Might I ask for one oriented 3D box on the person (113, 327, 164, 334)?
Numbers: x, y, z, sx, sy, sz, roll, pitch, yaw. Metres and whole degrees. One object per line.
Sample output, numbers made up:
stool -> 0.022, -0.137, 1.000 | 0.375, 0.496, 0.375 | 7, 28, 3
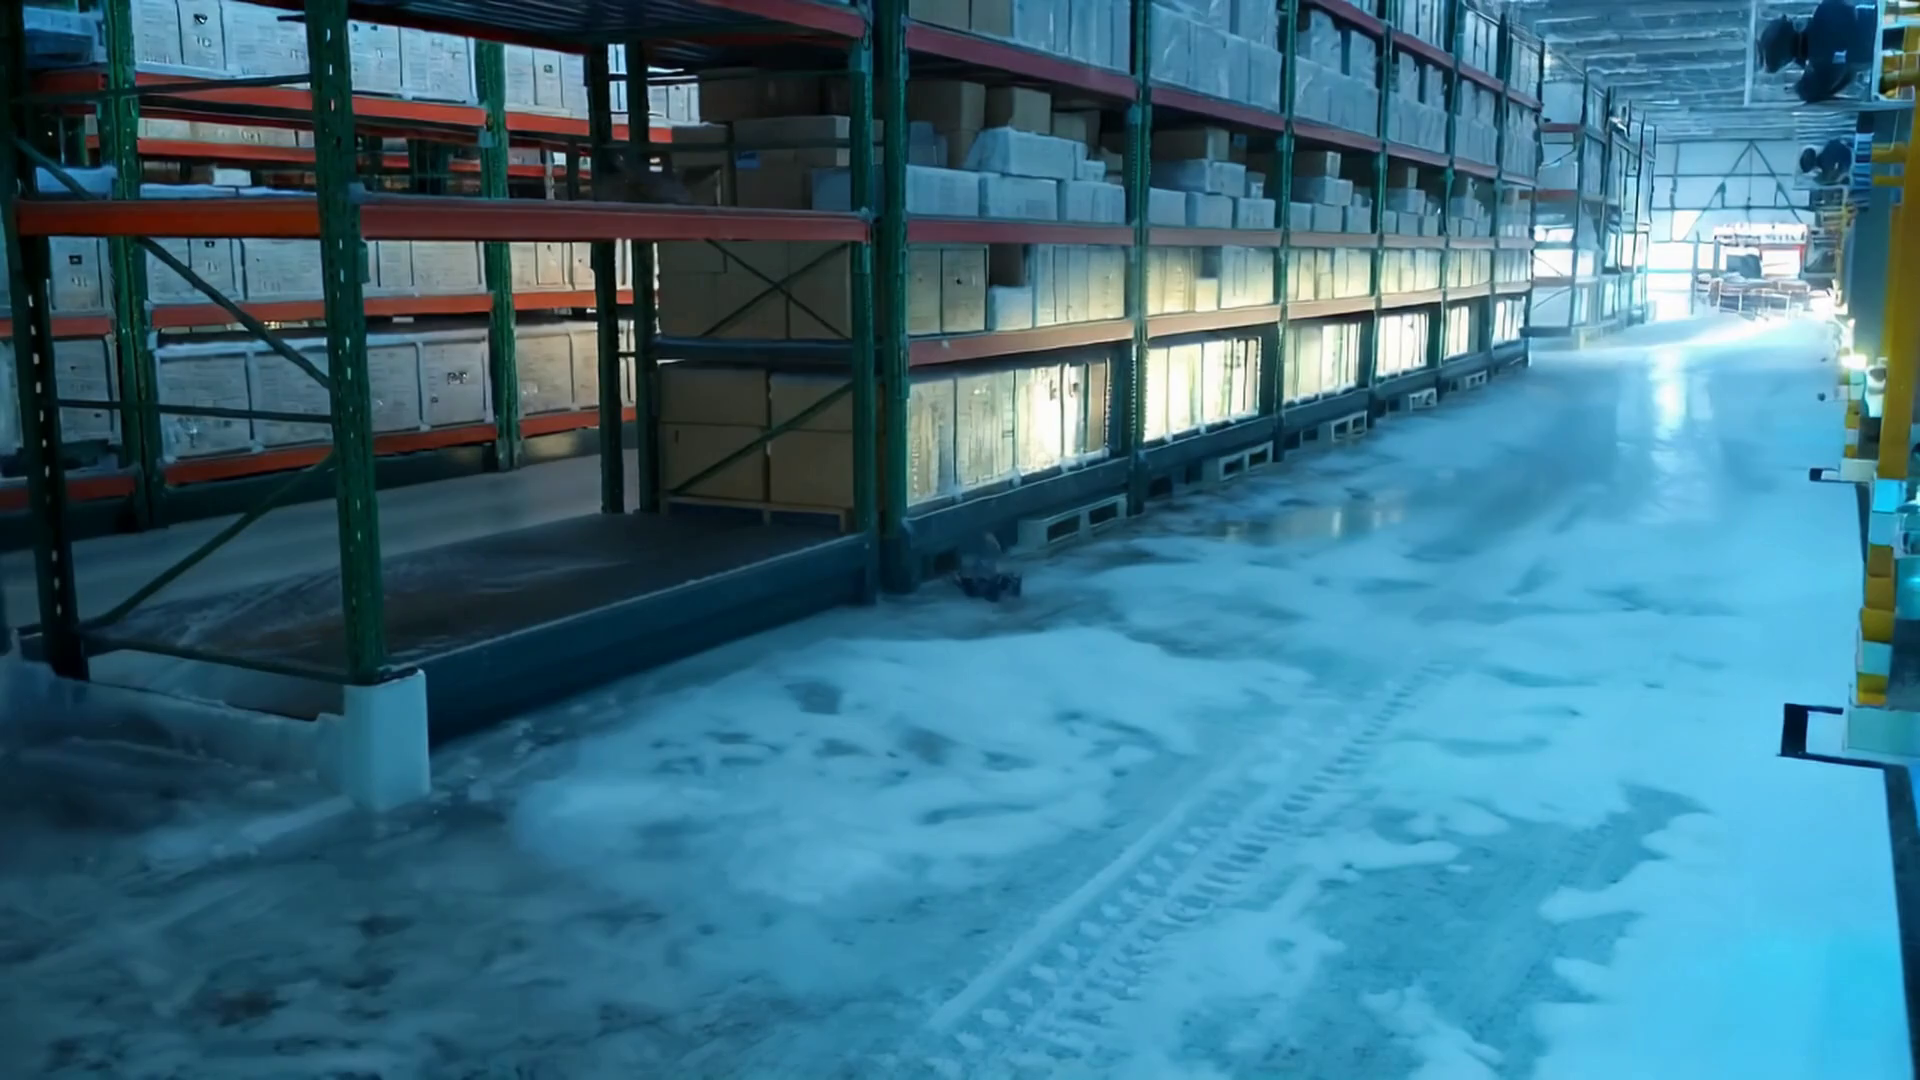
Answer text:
person -> -8.125, -1.535, 16.489 | 0.572, 1.749, 0.343 | -2, 10, -10
